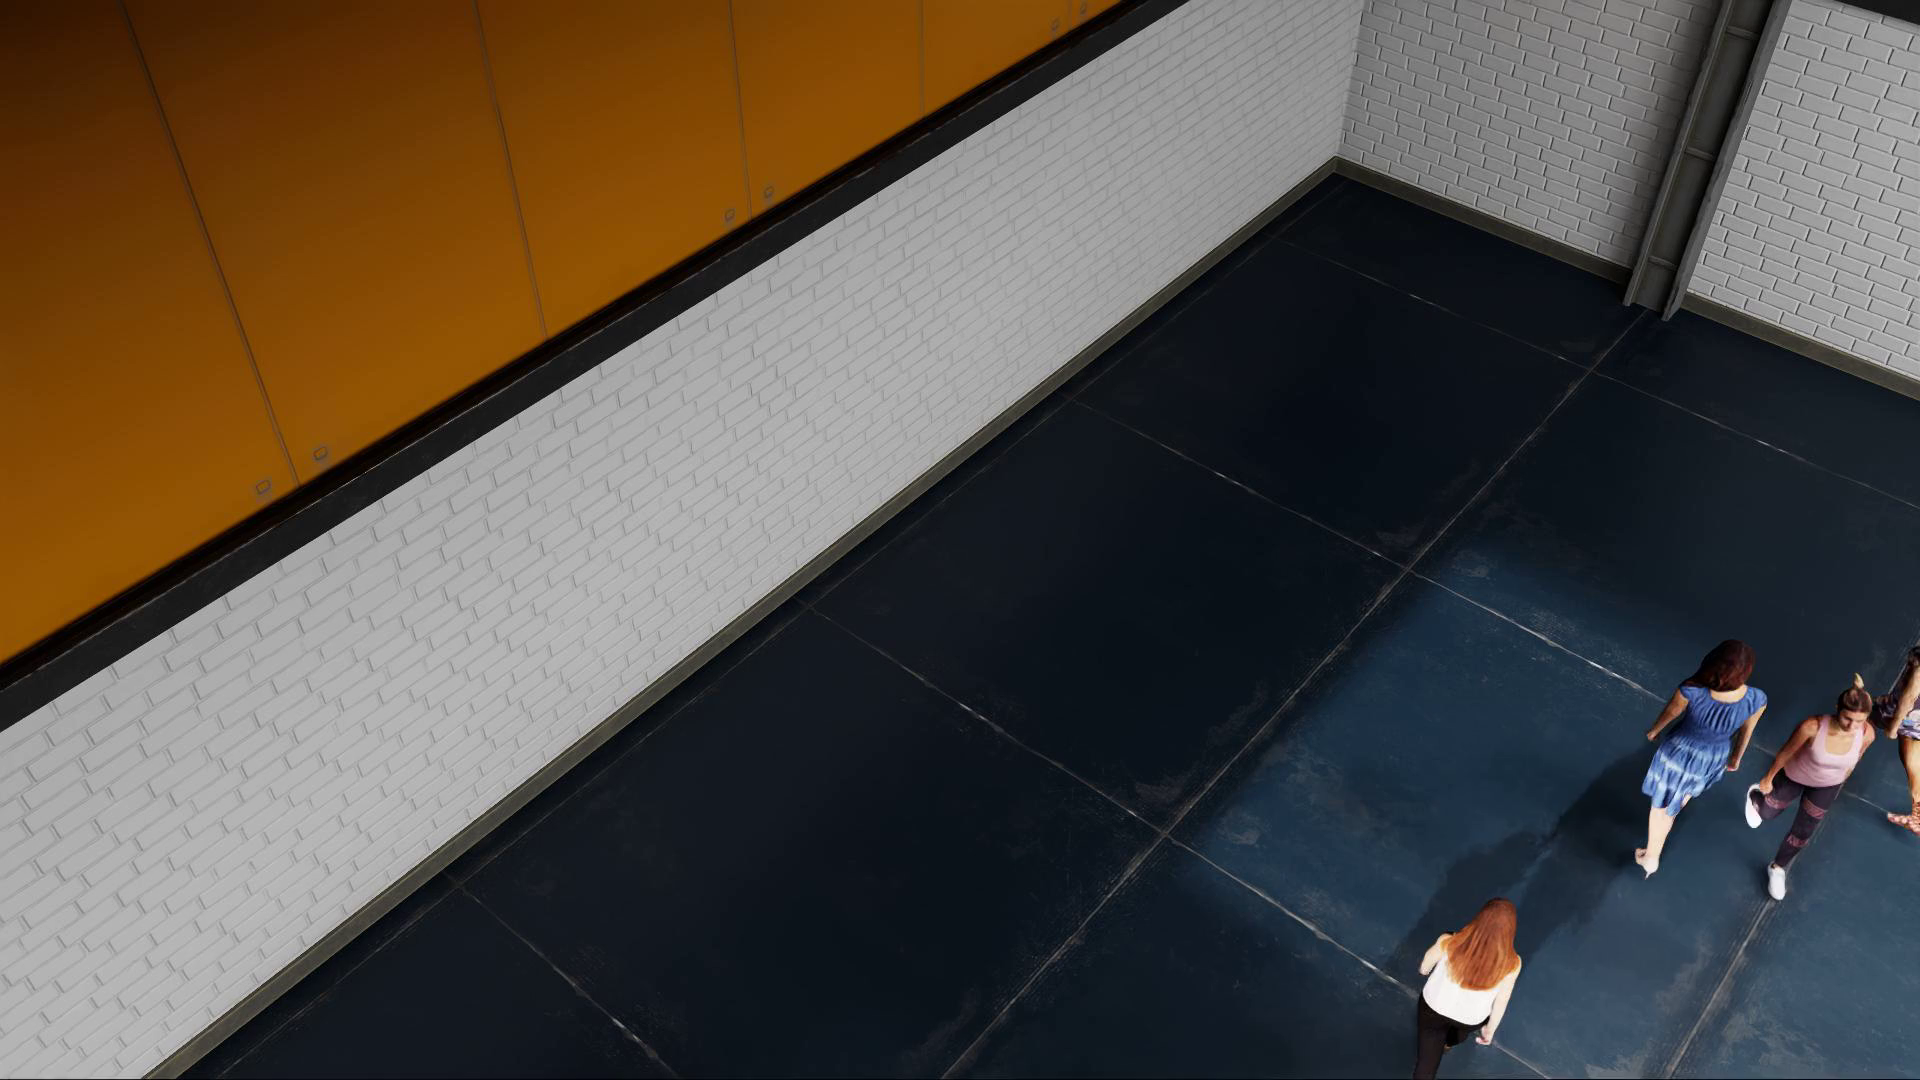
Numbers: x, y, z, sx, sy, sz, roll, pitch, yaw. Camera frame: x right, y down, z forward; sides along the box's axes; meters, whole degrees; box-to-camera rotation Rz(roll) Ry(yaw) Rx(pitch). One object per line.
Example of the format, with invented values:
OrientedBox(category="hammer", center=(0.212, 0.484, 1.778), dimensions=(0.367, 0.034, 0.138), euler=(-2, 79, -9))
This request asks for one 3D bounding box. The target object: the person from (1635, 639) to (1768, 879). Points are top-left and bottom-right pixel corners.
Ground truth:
OrientedBox(category="person", center=(4.128, 1.304, 9.352), dimensions=(0.849, 1.788, 0.905), euler=(4, 44, 4))

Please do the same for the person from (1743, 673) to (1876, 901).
OrientedBox(category="person", center=(4.823, 1.299, 9.477), dimensions=(0.974, 1.621, 0.909), euler=(6, 44, 6))

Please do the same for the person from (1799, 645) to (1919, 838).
OrientedBox(category="person", center=(5.608, 1.041, 9.700), dimensions=(0.897, 1.687, 1.216), euler=(-20, 47, -20))

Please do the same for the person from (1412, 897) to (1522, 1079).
OrientedBox(category="person", center=(2.447, 2.401, 8.279), dimensions=(1.073, 1.679, 0.916), euler=(11, 45, 12))
